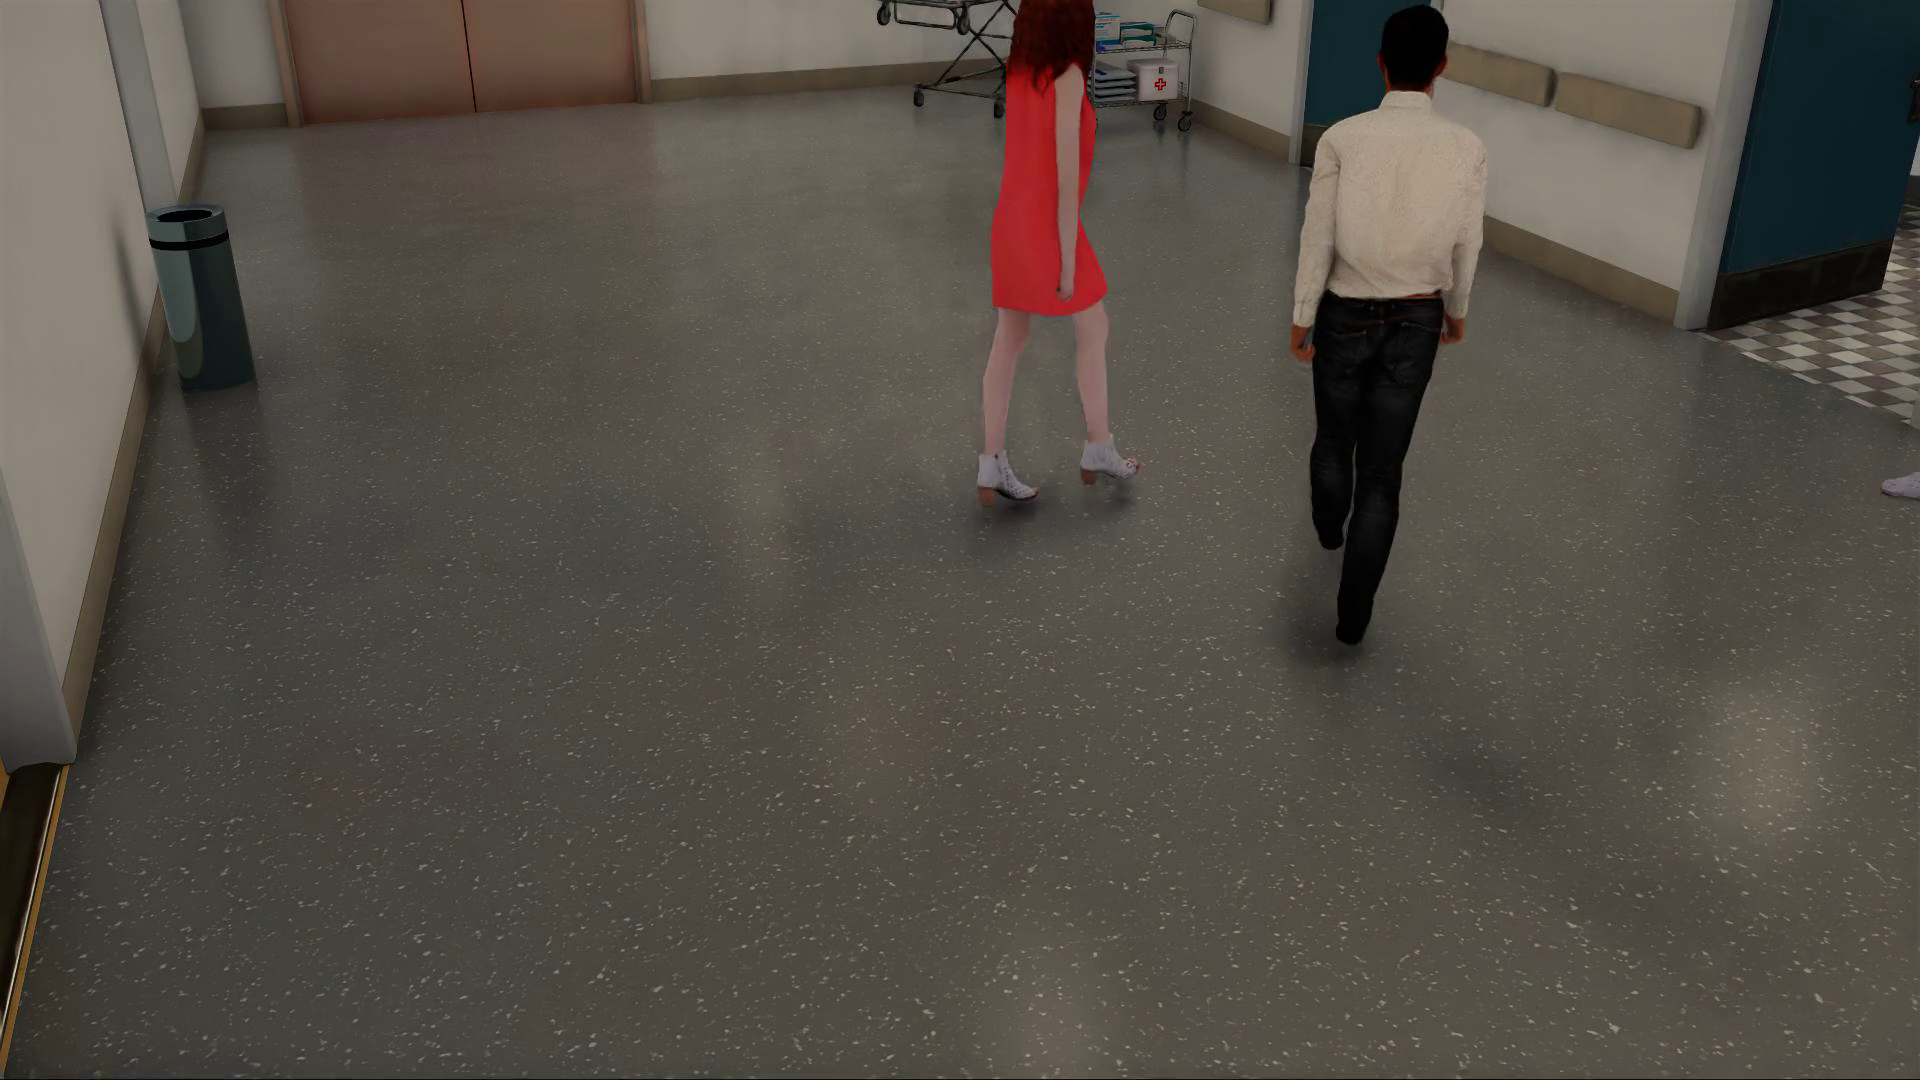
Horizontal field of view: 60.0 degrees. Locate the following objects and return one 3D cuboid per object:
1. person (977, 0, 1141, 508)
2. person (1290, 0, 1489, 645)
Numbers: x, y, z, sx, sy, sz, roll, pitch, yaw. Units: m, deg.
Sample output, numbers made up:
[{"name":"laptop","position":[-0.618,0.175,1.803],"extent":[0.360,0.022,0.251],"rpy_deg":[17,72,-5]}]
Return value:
[{"name":"person","position":[0.182,-0.953,5.568],"extent":[0.849,1.787,0.880],"rpy_deg":[-14,29,-26]},{"name":"person","position":[1.209,-0.553,4.774],"extent":[1.068,1.756,1.266],"rpy_deg":[5,26,11]}]
